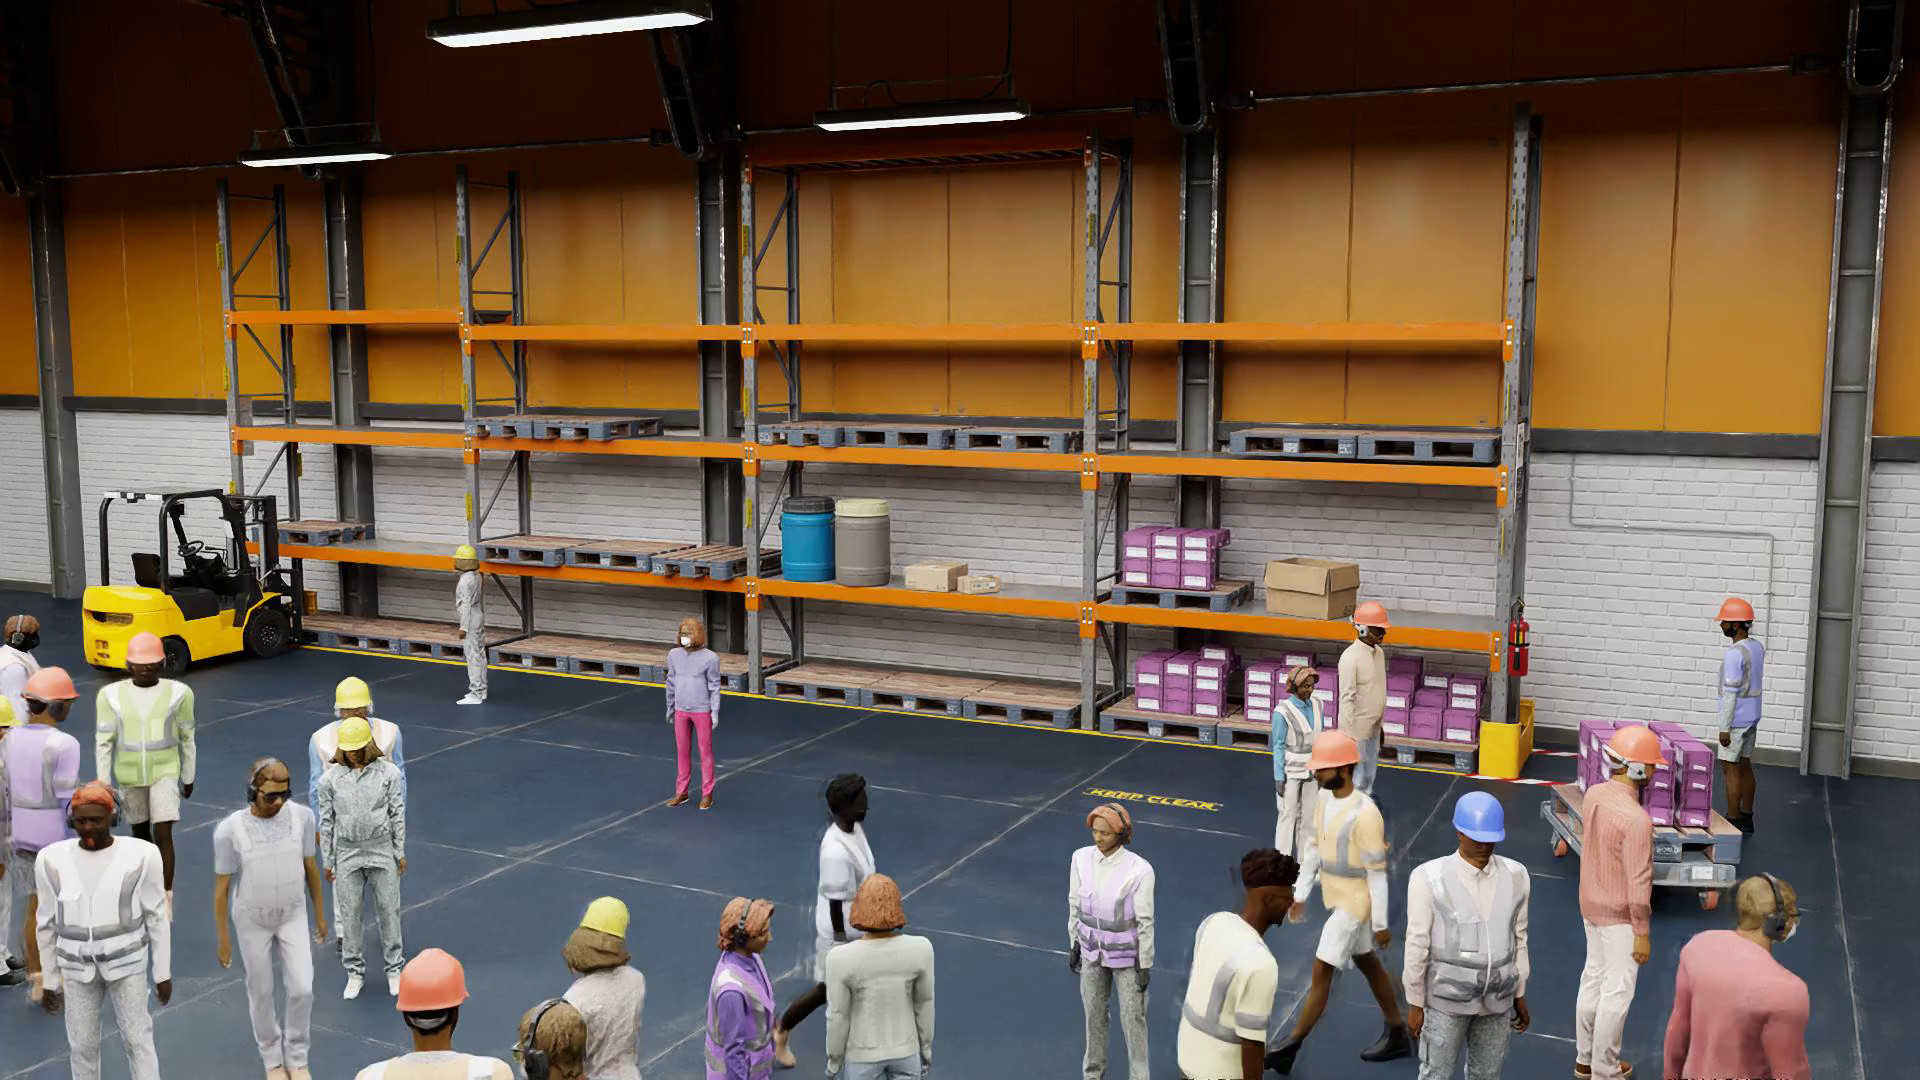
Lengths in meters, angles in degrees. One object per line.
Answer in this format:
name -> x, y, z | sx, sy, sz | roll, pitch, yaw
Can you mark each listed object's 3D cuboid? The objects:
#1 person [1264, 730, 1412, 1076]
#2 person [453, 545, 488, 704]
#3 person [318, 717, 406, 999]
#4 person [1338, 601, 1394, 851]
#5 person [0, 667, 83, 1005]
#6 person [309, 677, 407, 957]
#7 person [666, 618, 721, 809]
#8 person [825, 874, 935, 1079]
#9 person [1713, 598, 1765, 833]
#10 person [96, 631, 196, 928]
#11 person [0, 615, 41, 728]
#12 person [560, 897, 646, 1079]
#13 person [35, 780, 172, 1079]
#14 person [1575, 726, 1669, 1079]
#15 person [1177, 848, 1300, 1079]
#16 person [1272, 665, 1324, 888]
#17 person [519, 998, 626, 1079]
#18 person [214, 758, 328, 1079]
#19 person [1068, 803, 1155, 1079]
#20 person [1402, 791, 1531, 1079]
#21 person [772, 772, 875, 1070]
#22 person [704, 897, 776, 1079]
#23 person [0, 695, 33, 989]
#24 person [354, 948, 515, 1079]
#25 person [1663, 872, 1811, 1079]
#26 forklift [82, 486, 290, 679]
person -> 2.043, 1.959, 9.030 | 1.039, 1.869, 0.540 | -1, 7, -10
person -> -5.366, 0.920, 18.175 | 0.301, 1.745, 0.483 | 0, 7, 1
person -> -3.604, 1.911, 10.047 | 0.489, 1.728, 0.323 | -2, 7, -18
person -> 3.114, 1.453, 12.793 | 0.399, 1.987, 0.614 | 6, 9, 39
person -> -5.448, 1.770, 10.004 | 0.612, 2.020, 0.482 | 2, 7, 17
person -> -3.887, 1.779, 10.759 | 0.595, 1.826, 0.403 | -3, 7, -22
person -> -2.268, 1.465, 14.114 | 0.498, 1.634, 0.283 | 2, 7, 19
person -> -0.354, 2.284, 7.356 | 0.501, 1.632, 0.280 | -2, 7, -18
person -> 6.189, 1.420, 13.305 | 0.545, 1.930, 0.379 | -7, 10, -44
person -> -5.626, 1.600, 11.546 | 0.610, 2.002, 1.037 | -2, 7, -18
person -> -7.363, 1.493, 13.098 | 0.429, 1.832, 0.635 | -4, 8, -28
person -> -1.460, 2.323, 6.743 | 0.350, 1.708, 0.557 | 3, 8, 24
person -> -4.143, 2.078, 8.072 | 0.590, 1.878, 0.341 | -1, 7, -10
person -> 3.462, 1.948, 8.718 | 0.411, 1.983, 0.617 | 0, 7, -3
person -> 1.108, 2.220, 7.019 | 1.157, 1.871, 0.618 | -1, 7, -9
person -> 2.462, 1.708, 12.121 | 0.528, 1.630, 0.320 | -5, 9, -38
person -> -1.238, 2.394, 5.260 | 0.385, 1.929, 0.636 | 3, 8, 27
person -> -3.598, 2.028, 8.711 | 0.568, 1.812, 0.561 | -5, 8, -34
person -> 0.781, 2.144, 8.538 | 0.513, 1.630, 0.318 | 6, 9, 38
person -> 2.335, 2.094, 7.636 | 0.618, 1.944, 0.397 | -1, 7, -11
person -> -0.688, 2.066, 8.993 | 0.783, 1.670, 0.532 | 1, 7, 10
person -> -0.936, 2.315, 7.115 | 0.313, 1.630, 0.528 | 0, 7, -1
person -> -5.928, 1.848, 10.211 | 0.403, 1.819, 0.602 | -4, 8, -31
person -> -1.771, 2.349, 5.670 | 0.556, 1.923, 0.426 | 0, 7, -2
person -> 3.033, 2.250, 6.639 | 1.034, 1.894, 0.635 | -1, 7, -8
forklift -> -9.426, 0.454, 20.179 | 1.214, 2.155, 2.313 | 3, 8, 26
